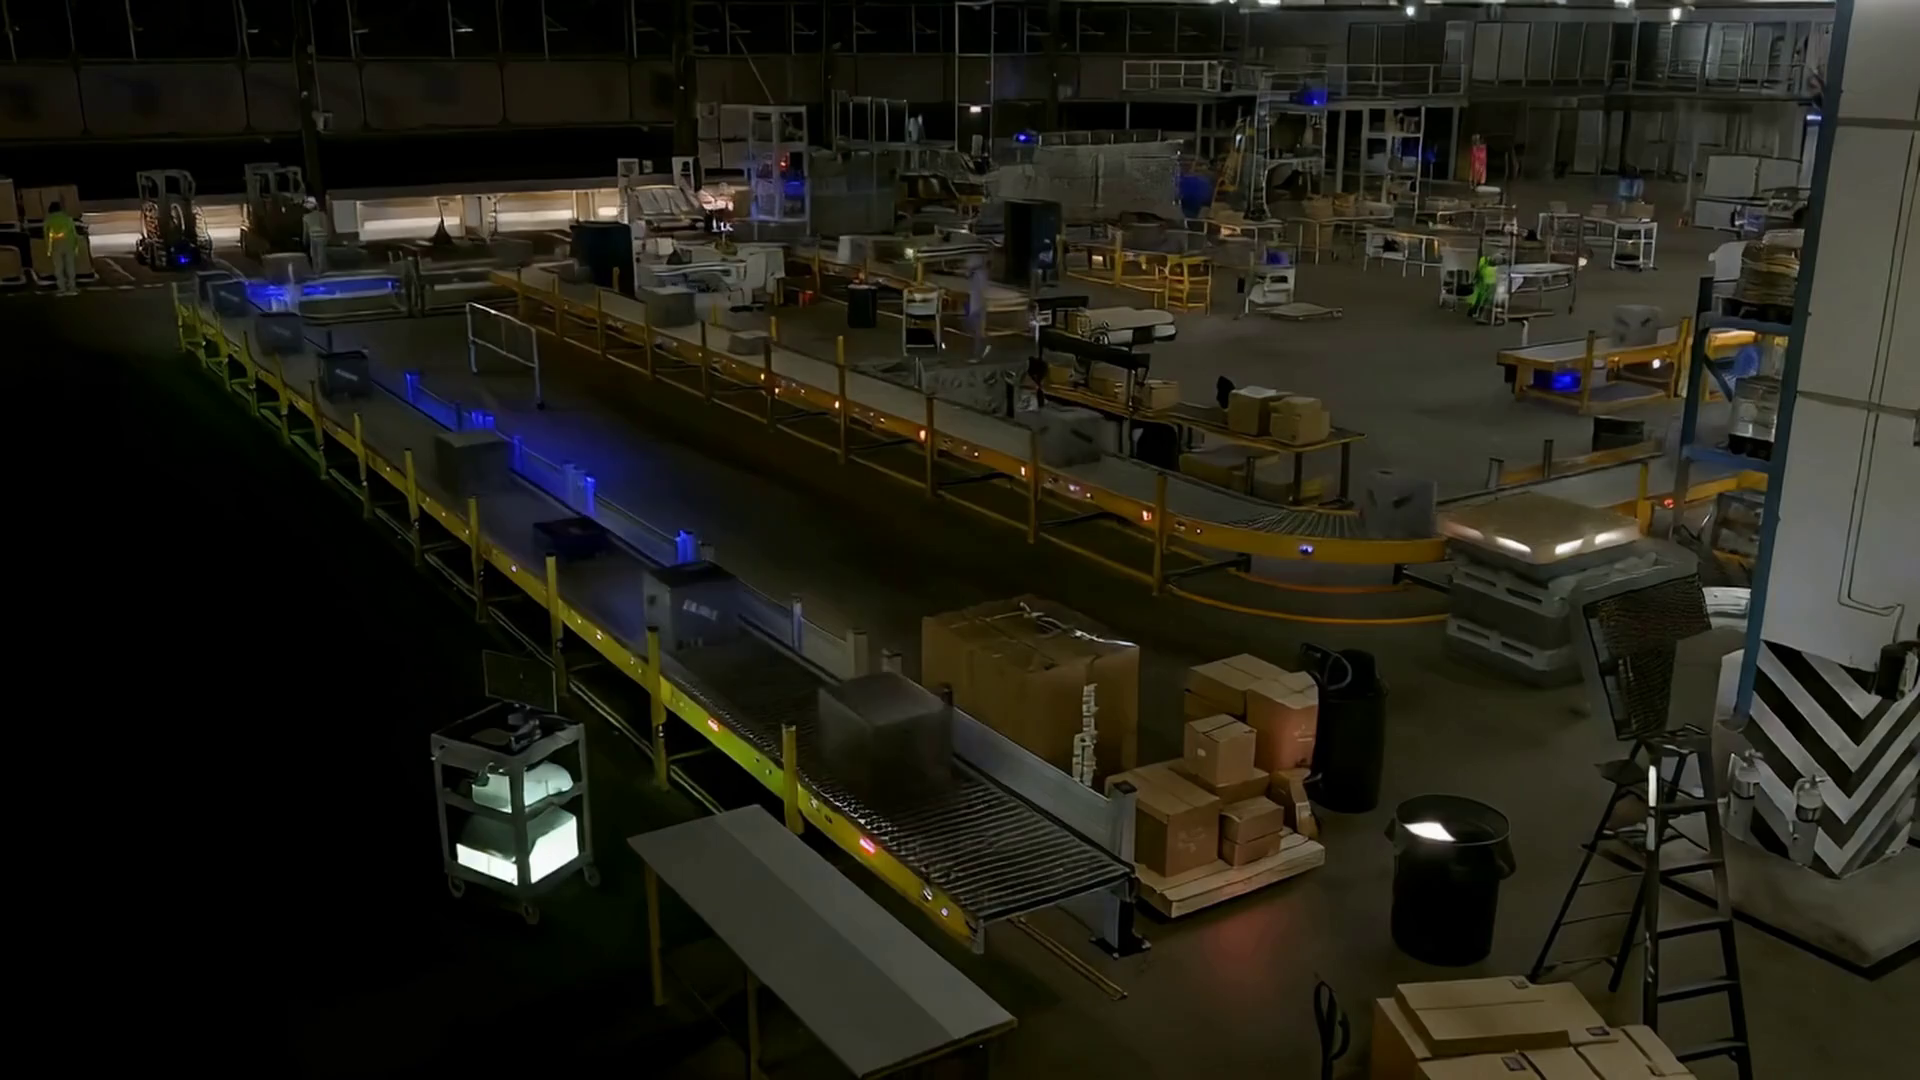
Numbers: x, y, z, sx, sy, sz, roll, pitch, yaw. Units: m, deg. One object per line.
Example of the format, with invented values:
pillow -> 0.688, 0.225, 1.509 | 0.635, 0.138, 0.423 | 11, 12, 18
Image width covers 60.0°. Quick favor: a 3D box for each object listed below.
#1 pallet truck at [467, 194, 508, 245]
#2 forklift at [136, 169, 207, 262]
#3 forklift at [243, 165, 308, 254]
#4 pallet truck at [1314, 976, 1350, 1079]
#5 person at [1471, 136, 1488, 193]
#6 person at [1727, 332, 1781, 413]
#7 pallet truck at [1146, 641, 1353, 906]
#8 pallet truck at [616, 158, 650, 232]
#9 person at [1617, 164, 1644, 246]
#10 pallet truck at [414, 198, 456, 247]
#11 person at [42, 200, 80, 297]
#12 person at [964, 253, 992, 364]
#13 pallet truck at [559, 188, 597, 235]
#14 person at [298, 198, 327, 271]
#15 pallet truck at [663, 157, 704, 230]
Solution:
pallet truck -> -11.983, -8.177, 42.137 | 0.704, 1.261, 1.522 | -11, 20, -33
forklift -> -17.842, -7.318, 37.559 | 1.157, 1.987, 2.680 | -10, 20, -31
forklift -> -15.898, -7.669, 38.708 | 1.157, 1.987, 2.680 | -11, 20, -33
pallet truck -> 2.299, 2.390, 7.086 | 1.601, 1.201, 0.680 | -2, 17, -7
person -> 17.445, -12.610, 55.874 | 0.585, 1.882, 0.344 | -6, 18, -18
person -> 9.293, -1.643, 19.464 | 0.590, 1.835, 0.404 | 7, 18, 21
pallet truck -> 1.664, 1.407, 10.232 | 1.630, 1.274, 0.653 | -10, 20, -31
pallet truck -> -8.918, -9.176, 44.255 | 0.823, 1.965, 1.885 | -9, 19, -27
person -> 16.605, -8.312, 41.317 | 0.605, 2.032, 0.576 | 2, 17, 6
pallet truck -> -13.250, -8.060, 41.856 | 0.680, 1.201, 1.601 | -10, 20, -31
person -> -18.012, -5.834, 33.303 | 0.402, 1.899, 0.654 | 13, 21, 37
person -> 0.255, -3.654, 26.302 | 0.404, 1.757, 0.526 | -2, 17, -7
pallet truck -> -10.010, -8.652, 43.699 | 0.653, 1.274, 1.630 | -10, 20, -31
person -> -13.639, -6.330, 35.175 | 0.413, 1.781, 0.678 | 7, 18, 21
pallet truck -> -7.586, -9.308, 44.692 | 0.823, 1.965, 1.885 | -11, 20, -33
